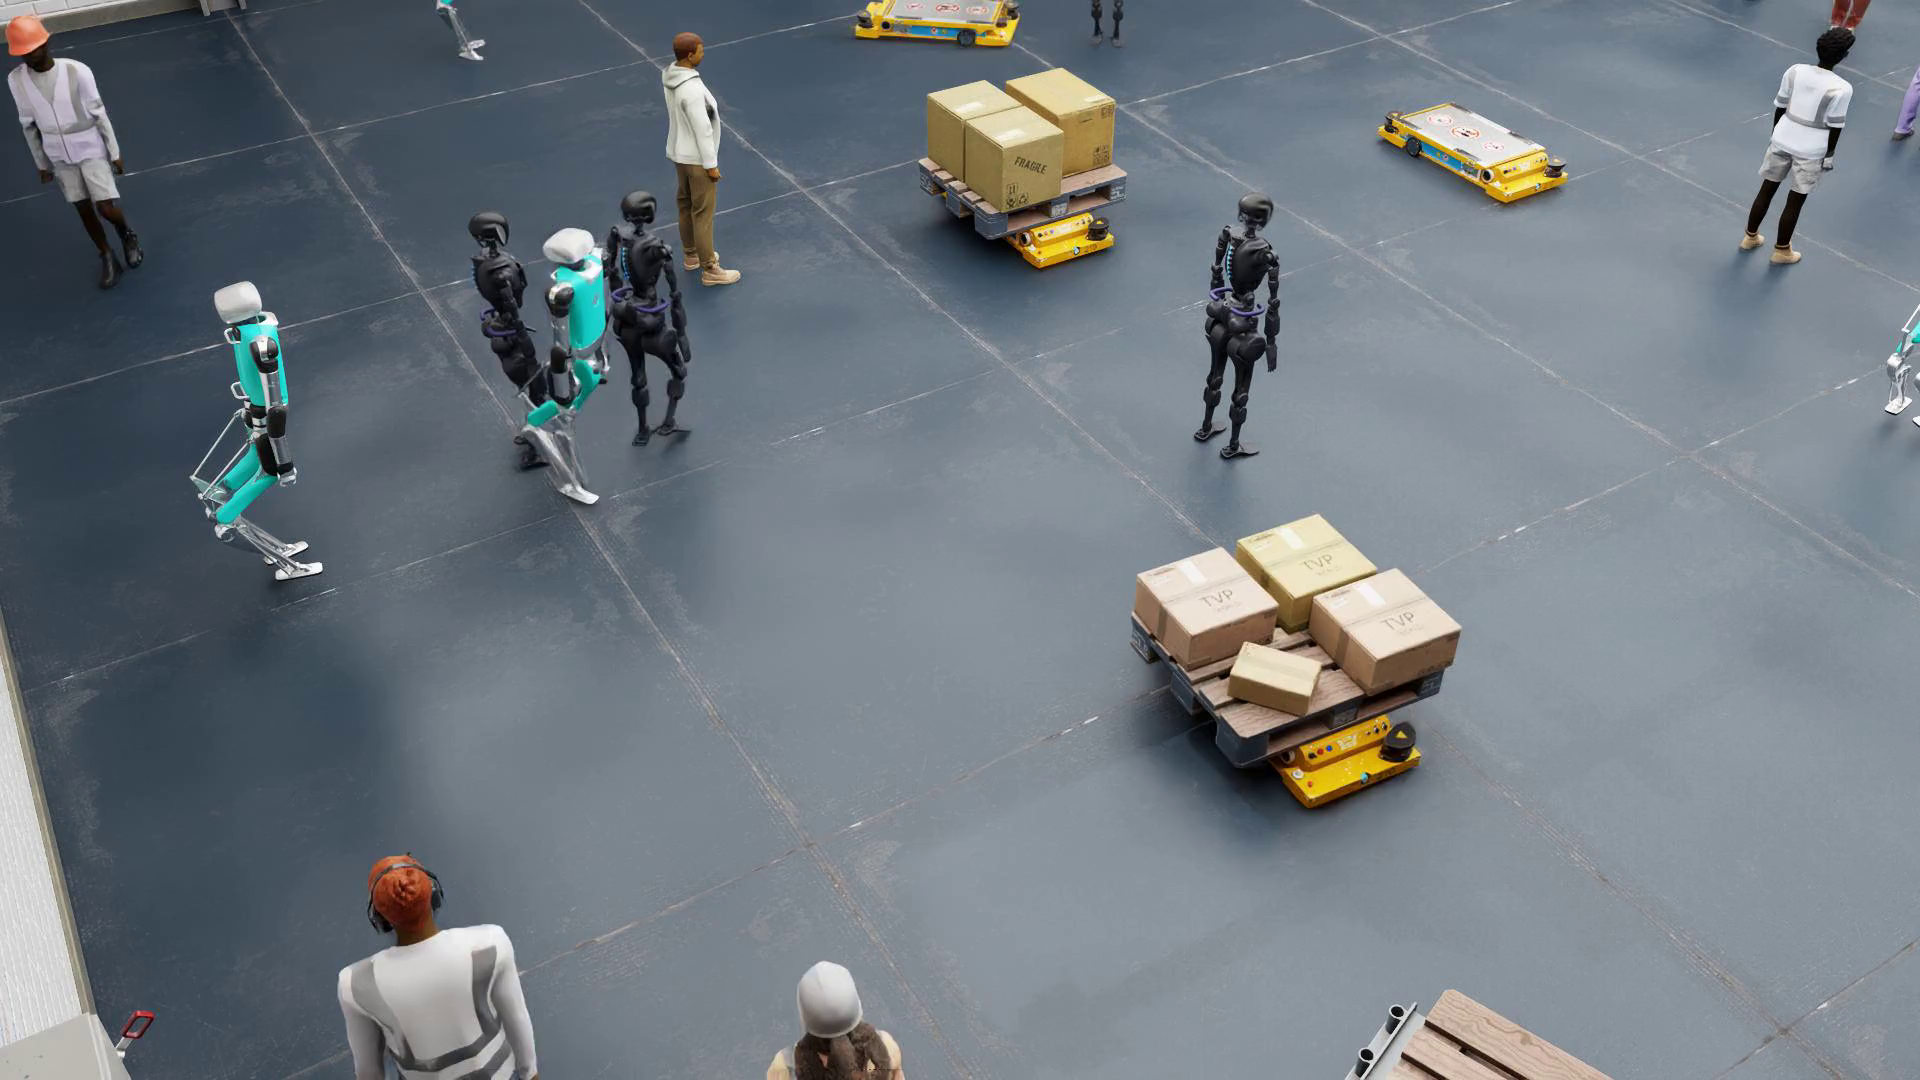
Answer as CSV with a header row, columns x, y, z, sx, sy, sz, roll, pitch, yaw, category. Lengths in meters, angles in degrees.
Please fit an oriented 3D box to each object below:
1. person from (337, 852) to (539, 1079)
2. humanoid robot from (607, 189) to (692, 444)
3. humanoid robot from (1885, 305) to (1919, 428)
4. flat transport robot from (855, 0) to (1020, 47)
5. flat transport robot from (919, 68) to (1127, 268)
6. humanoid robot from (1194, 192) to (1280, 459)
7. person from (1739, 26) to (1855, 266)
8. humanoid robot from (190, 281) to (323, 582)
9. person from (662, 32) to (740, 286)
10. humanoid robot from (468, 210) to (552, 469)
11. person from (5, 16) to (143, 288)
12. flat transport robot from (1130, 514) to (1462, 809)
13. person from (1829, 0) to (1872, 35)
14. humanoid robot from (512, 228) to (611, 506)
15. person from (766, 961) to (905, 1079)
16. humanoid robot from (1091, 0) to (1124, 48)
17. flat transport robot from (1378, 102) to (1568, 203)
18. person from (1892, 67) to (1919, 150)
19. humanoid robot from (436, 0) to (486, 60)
x,y,z,sx,sy,sz,roll,pitch,yaw,category
-1.703,1.883,5.664,0.586,1.838,0.846,-18,42,-21,person
-1.857,-1.307,9.809,0.601,1.647,0.318,23,44,26,humanoid robot
5.834,-1.410,9.782,0.735,1.677,0.533,-21,43,-24,humanoid robot
-0.201,-4.807,15.357,1.431,0.231,0.659,6,39,8,flat transport robot
0.469,-2.477,12.417,0.659,0.231,1.431,-21,43,-24,flat transport robot
1.634,-1.272,9.755,0.315,1.654,0.599,-21,43,-24,humanoid robot
5.864,-2.743,11.604,0.320,1.694,0.532,-20,43,-24,person
-3.760,-0.496,8.628,0.735,1.677,0.533,-21,43,-24,humanoid robot
-1.822,-2.593,11.358,0.373,1.767,0.521,-20,43,-24,person
-2.563,-1.146,9.595,0.341,1.649,0.596,-18,42,-21,humanoid robot
-5.998,-2.612,11.259,0.559,1.918,0.421,-4,39,-5,person
1.611,0.722,8.380,0.659,0.231,1.431,-17,41,-20,flat transport robot
8.093,-5.279,14.668,0.542,1.859,0.596,14,40,17,person
-2.255,-0.919,9.318,0.720,1.845,0.540,12,40,15,humanoid robot
-0.406,2.046,5.562,0.499,1.703,0.775,-11,40,-13,person
1.337,-5.207,14.743,0.616,1.644,0.375,3,39,4,humanoid robot
4.062,-3.106,13.211,0.659,0.231,1.431,-21,43,-24,flat transport robot
7.789,-3.962,13.021,0.390,1.847,0.562,-20,43,-24,person
-4.382,-5.059,14.492,0.792,1.755,0.532,-5,39,-7,humanoid robot
